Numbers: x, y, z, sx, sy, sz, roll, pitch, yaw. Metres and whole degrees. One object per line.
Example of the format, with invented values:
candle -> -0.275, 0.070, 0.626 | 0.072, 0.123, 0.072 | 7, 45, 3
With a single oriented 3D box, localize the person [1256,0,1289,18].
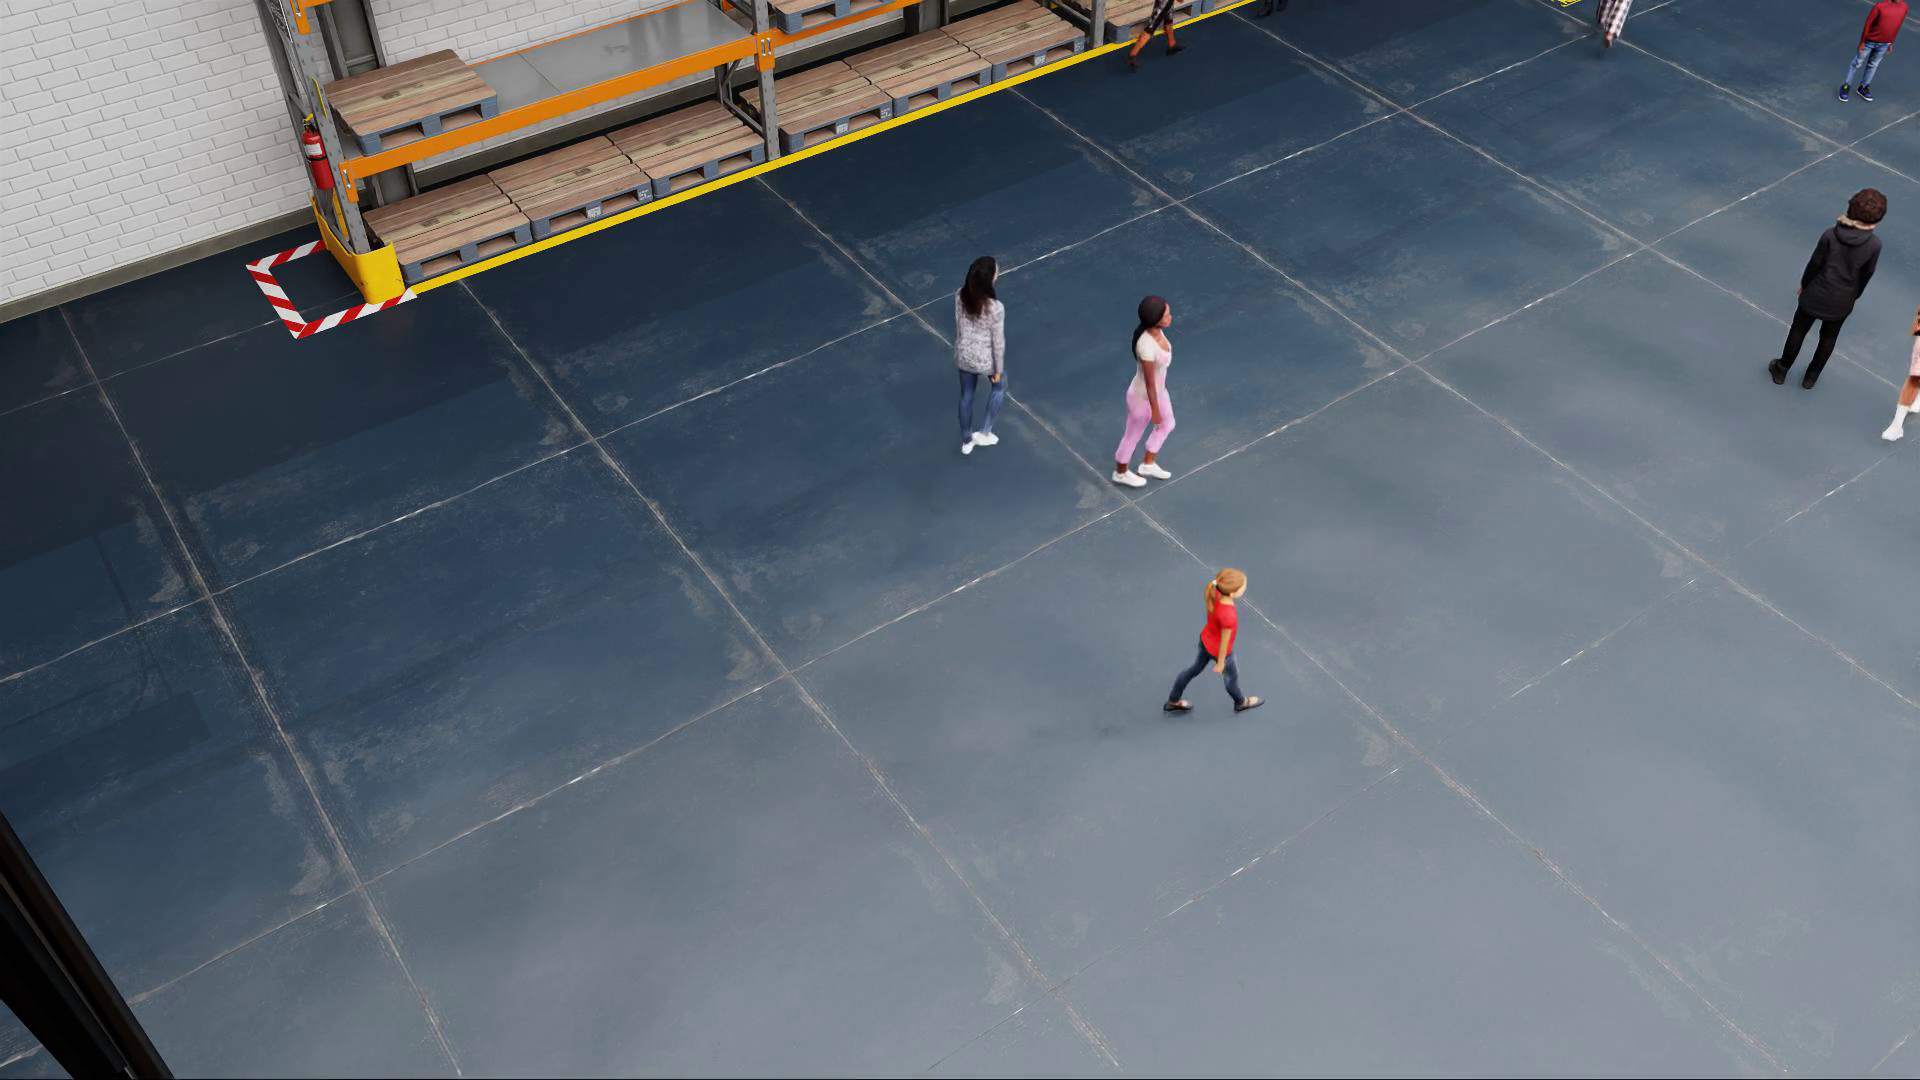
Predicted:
person -> 3.444, -6.345, 17.733 | 0.663, 1.613, 0.644 | -23, 48, -22

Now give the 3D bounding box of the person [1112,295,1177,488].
person -> 1.261, -1.057, 12.100 | 0.824, 1.725, 0.764 | 9, 44, 9

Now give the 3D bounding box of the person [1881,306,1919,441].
person -> 7.555, -1.602, 12.674 | 0.869, 1.722, 1.205 | 28, 50, 26

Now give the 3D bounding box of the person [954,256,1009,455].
person -> 0.092, -1.312, 12.373 | 0.727, 1.717, 0.743 | 20, 47, 19

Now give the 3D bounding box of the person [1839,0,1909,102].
person -> 9.146, -5.006, 16.586 | 0.575, 1.256, 0.651 | 1, 44, 1

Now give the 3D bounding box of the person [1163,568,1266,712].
person -> 1.569, 0.677, 10.602 | 0.944, 1.281, 0.698 | -9, 44, -9

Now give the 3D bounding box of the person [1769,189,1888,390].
person -> 6.807, -1.942, 12.989 | 0.735, 1.781, 0.773 | 15, 46, 15

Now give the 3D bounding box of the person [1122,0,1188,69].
person -> 2.014, -5.586, 16.919 | 1.098, 1.635, 0.648 | -26, 49, -24
